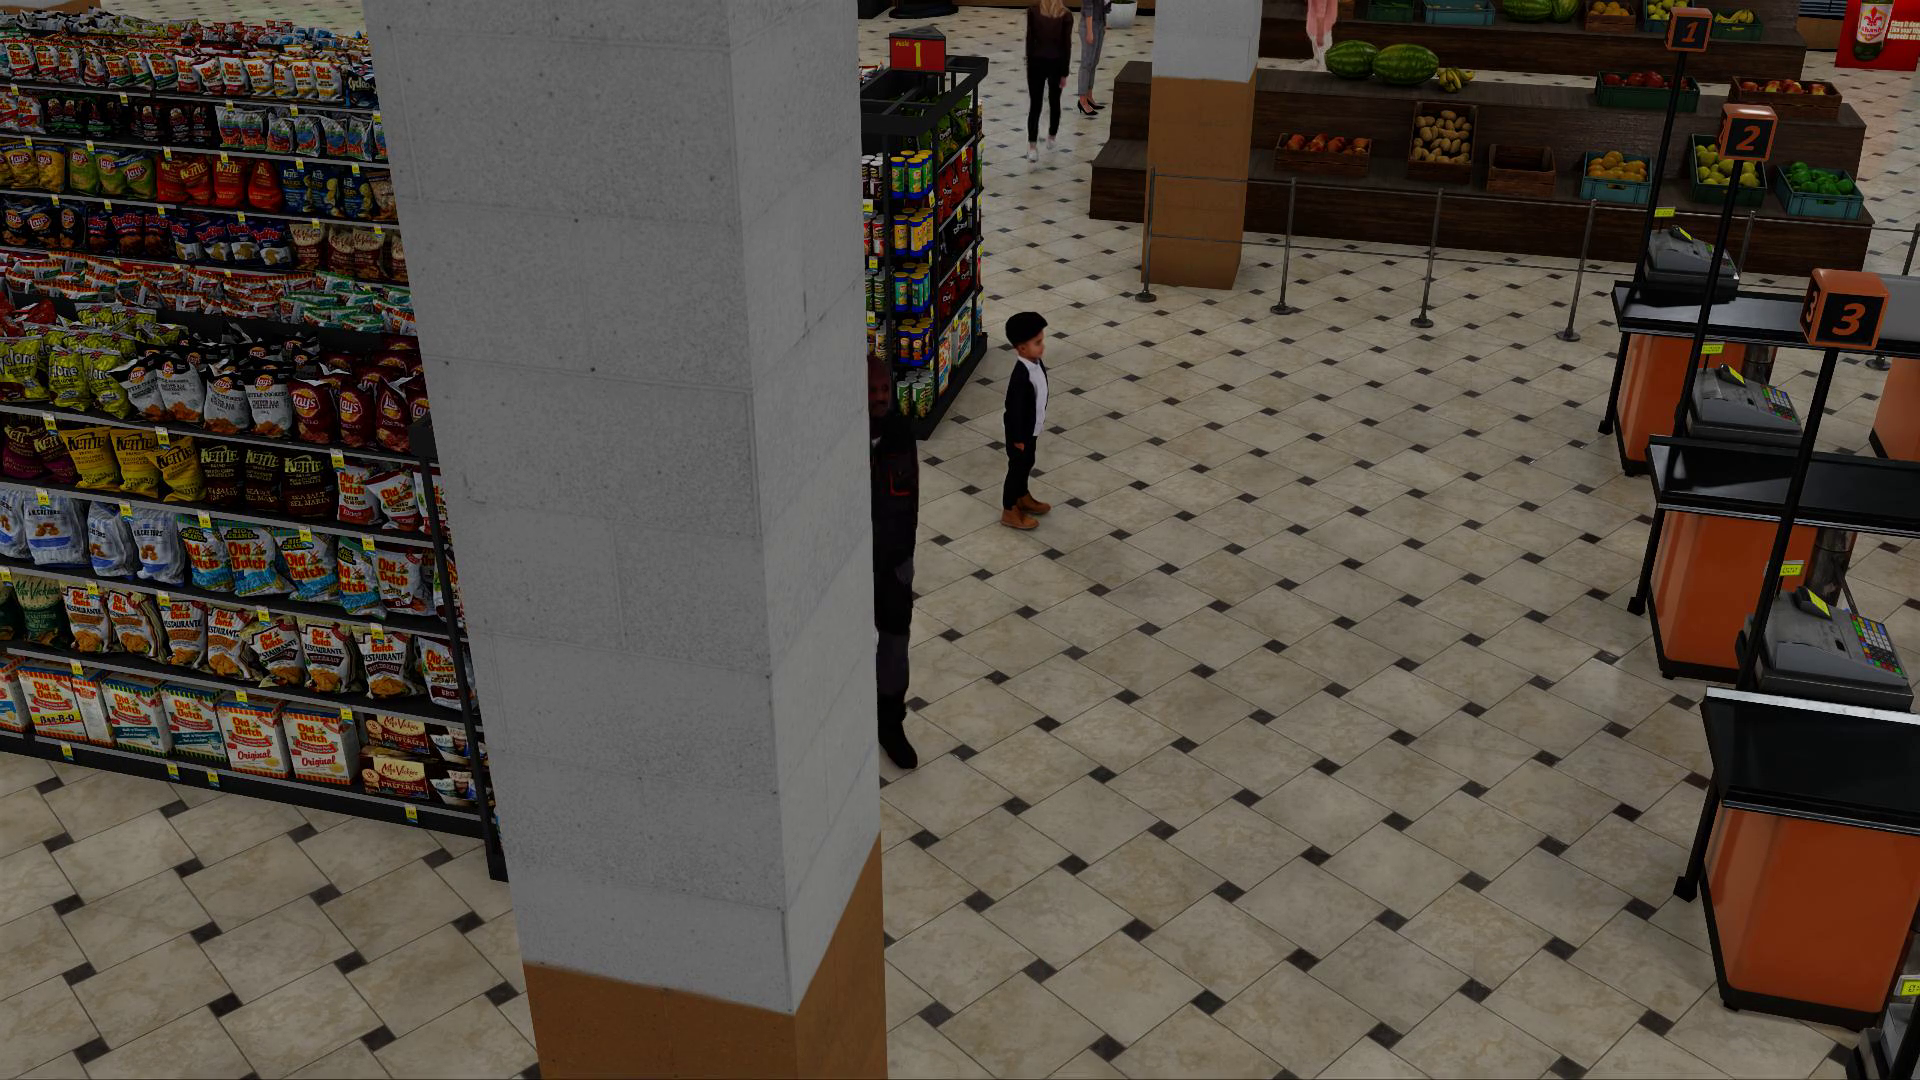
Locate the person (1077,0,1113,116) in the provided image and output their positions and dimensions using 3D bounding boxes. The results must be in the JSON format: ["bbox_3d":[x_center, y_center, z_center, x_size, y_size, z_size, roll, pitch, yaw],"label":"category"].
[{"bbox_3d":[1.342,-5.190,16.869,0.603,1.678,0.636,10,30,18],"label":"person"}]

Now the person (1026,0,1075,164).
[{"bbox_3d":[0.760,-4.256,15.183,1.086,1.654,0.700,6,29,11],"label":"person"}]

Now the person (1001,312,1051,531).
[{"bbox_3d":[0.341,-0.658,9.043,0.495,1.223,0.518,11,30,19],"label":"person"}]
